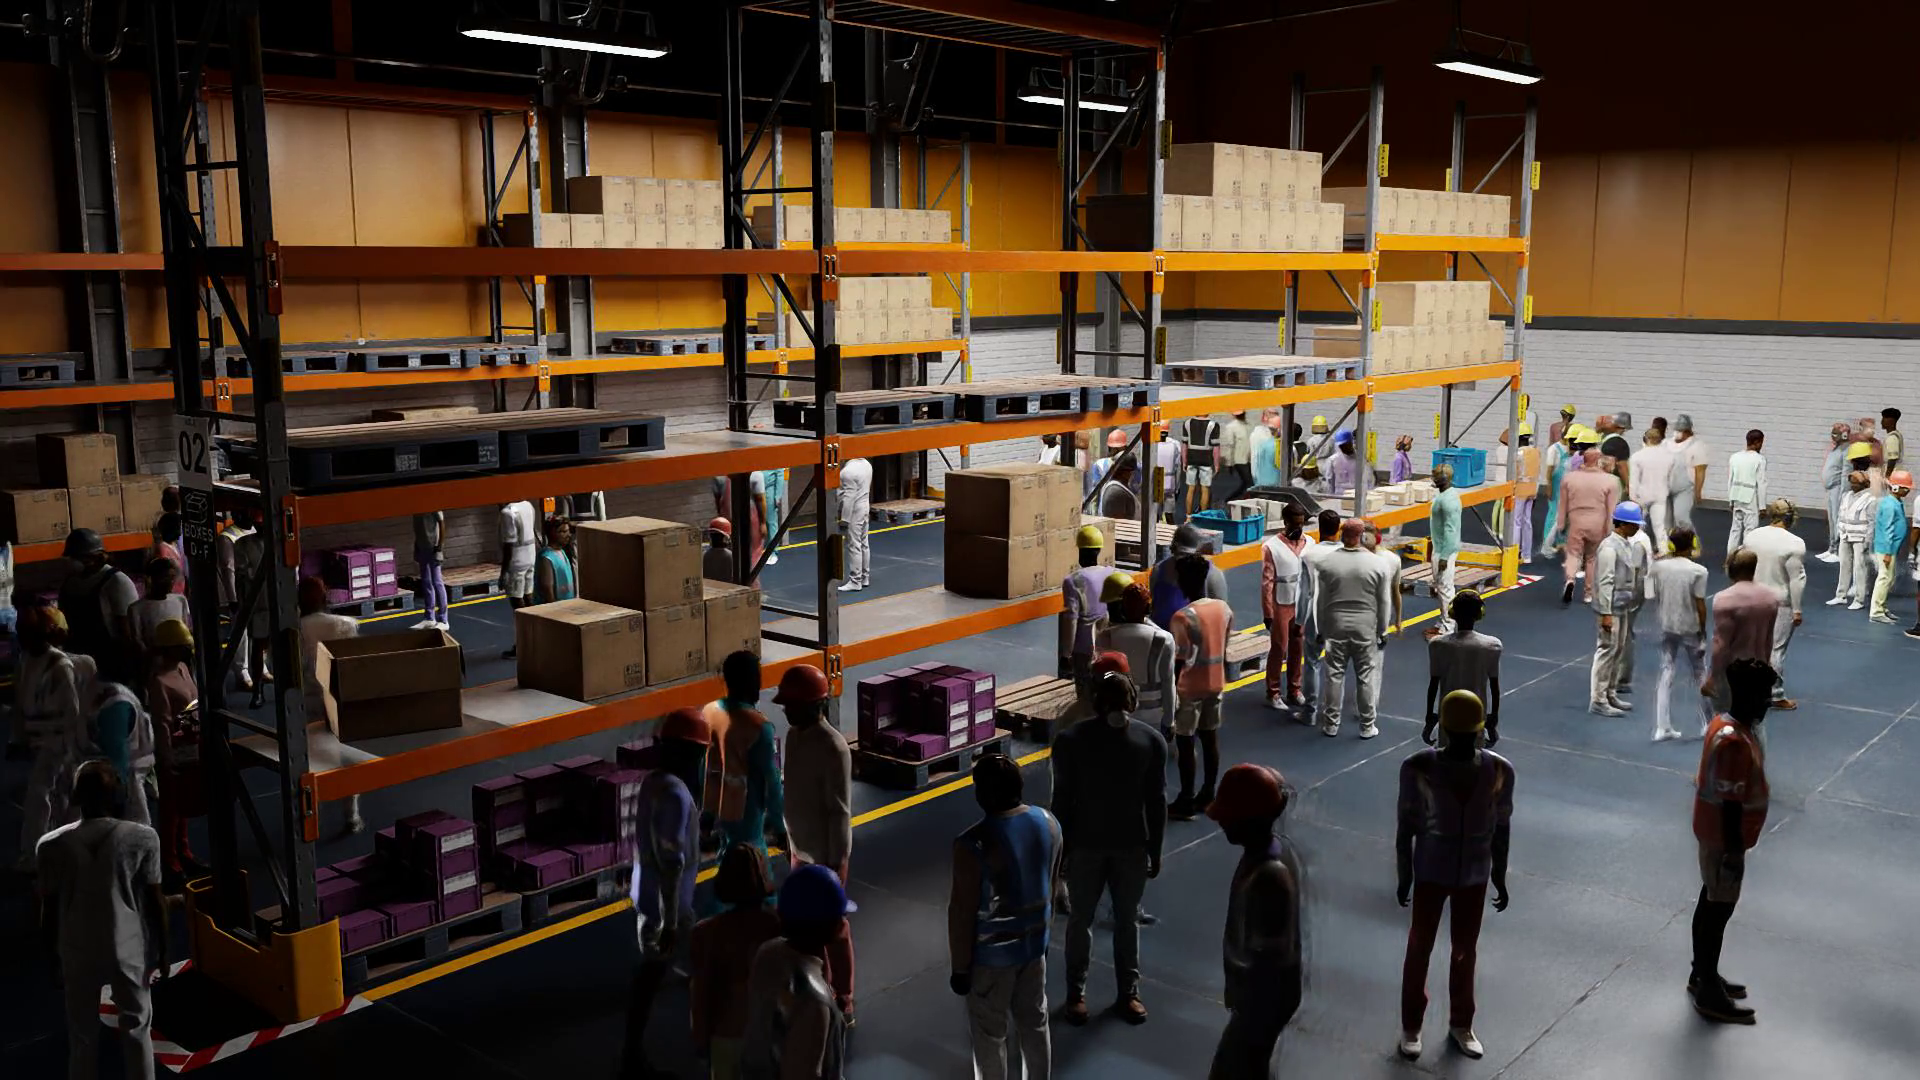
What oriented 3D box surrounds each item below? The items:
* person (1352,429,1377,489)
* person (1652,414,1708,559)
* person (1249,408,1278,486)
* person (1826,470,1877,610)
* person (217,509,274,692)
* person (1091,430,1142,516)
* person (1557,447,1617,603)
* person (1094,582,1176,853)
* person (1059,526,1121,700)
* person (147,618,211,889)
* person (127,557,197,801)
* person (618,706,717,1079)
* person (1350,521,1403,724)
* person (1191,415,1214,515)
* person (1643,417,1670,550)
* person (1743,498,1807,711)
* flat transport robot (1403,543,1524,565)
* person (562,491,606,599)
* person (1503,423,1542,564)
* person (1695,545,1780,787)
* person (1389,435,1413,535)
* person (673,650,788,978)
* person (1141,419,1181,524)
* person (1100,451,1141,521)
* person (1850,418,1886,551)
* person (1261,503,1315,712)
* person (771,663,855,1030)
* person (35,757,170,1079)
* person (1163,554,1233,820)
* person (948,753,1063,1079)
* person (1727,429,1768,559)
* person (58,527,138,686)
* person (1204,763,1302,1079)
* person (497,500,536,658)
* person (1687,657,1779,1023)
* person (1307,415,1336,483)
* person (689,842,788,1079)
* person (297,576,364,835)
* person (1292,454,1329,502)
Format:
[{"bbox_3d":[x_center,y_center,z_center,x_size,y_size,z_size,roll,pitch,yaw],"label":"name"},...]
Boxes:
[{"bbox_3d":[5.803,-0.816,24.324,0.547,1.640,0.853,8,13,41],"label":"person"},{"bbox_3d":[9.769,-0.733,22.660,0.565,2.000,0.700,-4,11,-25],"label":"person"},{"bbox_3d":[4.636,-1.036,24.925,0.653,1.894,0.401,-6,11,-30],"label":"person"},{"bbox_3d":[10.493,-0.004,19.513,0.307,1.638,0.511,-3,10,-17],"label":"person"},{"bbox_3d":[-6.763,0.509,15.835,0.429,1.846,0.627,2,10,10],"label":"person"},{"bbox_3d":[1.894,-0.321,20.197,0.615,2.041,0.378,2,10,12],"label":"person"},{"bbox_3d":[7.414,-0.160,19.684,0.665,1.885,0.591,5,11,28],"label":"person"},{"bbox_3d":[1.204,1.221,11.485,0.575,1.880,0.358,3,10,18],"label":"person"},{"bbox_3d":[1.063,0.844,13.584,0.586,1.928,0.380,-6,11,-32],"label":"person"},{"bbox_3d":[-5.097,1.380,10.863,0.315,1.770,0.523,-1,10,-7],"label":"person"},{"bbox_3d":[-6.040,1.041,12.631,0.330,1.861,0.506,5,11,28],"label":"person"},{"bbox_3d":[-1.314,1.767,8.227,0.905,1.877,0.617,-5,11,-26],"label":"person"},{"bbox_3d":[3.674,0.688,14.950,0.606,1.793,0.903,5,11,26],"label":"person"},{"bbox_3d":[3.826,-1.300,26.388,0.386,1.929,0.543,-3,10,-19],"label":"person"},{"bbox_3d":[9.854,-0.791,23.435,0.450,1.895,0.602,-6,11,-32],"label":"person"},{"bbox_3d":[7.397,0.579,15.137,0.354,1.936,0.635,-4,10,-23],"label":"person"},{"bbox_3d":[6.794,0.185,22.454,1.431,0.197,0.652,8,13,41],"label":"flat transport robot"},{"bbox_3d":[-4.509,-0.082,19.971,0.514,1.640,0.310,-1,10,-8],"label":"person"},{"bbox_3d":[7.533,-0.614,22.345,0.591,1.913,0.397,-6,11,-32],"label":"person"},{"bbox_3d":[5.919,0.996,12.659,0.638,1.938,0.367,-5,11,-26],"label":"person"},{"bbox_3d":[6.237,-0.680,23.570,0.312,1.631,0.524,4,10,20],"label":"person"},{"bbox_3d":[-1.265,1.551,9.514,0.983,1.881,0.605,-8,13,-40],"label":"person"},{"bbox_3d":[2.851,-0.828,23.591,0.586,1.921,0.396,5,11,26],"label":"person"},{"bbox_3d":[1.796,0.021,18.158,0.537,2.000,0.679,0,10,-1],"label":"person"},{"bbox_3d":[12.720,-0.768,23.368,0.643,1.869,0.868,-3,10,-15],"label":"person"},{"bbox_3d":[2.972,0.600,15.114,0.599,1.909,0.398,-6,11,-32],"label":"person"},{"bbox_3d":[-0.783,1.620,8.792,0.408,1.986,0.618,-6,11,-31],"label":"person"},{"bbox_3d":[-3.893,1.894,7.595,0.511,1.838,0.354,-4,10,-21],"label":"person"},{"bbox_3d":[1.715,1.069,12.150,0.613,1.958,0.377,-8,12,-40],"label":"person"},{"bbox_3d":[0.191,1.882,7.685,0.623,1.835,0.431,-9,13,-41],"label":"person"},{"bbox_3d":[10.176,-0.476,21.508,0.392,1.914,0.587,-3,10,-18],"label":"person"},{"bbox_3d":[-6.741,0.892,12.961,0.679,2.000,0.539,3,10,16],"label":"person"},{"bbox_3d":[1.214,1.905,6.947,0.419,2.027,0.623,2,10,11],"label":"person"},{"bbox_3d":[-4.561,0.236,17.103,0.369,1.966,0.624,1,10,9],"label":"person"},{"bbox_3d":[4.172,1.591,9.018,0.373,1.963,0.607,4,10,20],"label":"person"},{"bbox_3d":[5.477,-1.030,25.356,0.483,1.738,0.318,-3,10,-19],"label":"person"},{"bbox_3d":[-0.897,2.085,7.078,0.502,1.627,0.277,-4,10,-21],"label":"person"},{"bbox_3d":[-4.581,1.175,11.972,0.601,1.831,0.829,-7,12,-36],"label":"person"},{"bbox_3d":[4.250,-0.190,20.334,0.488,1.738,0.312,5,11,26],"label":"person"}]
